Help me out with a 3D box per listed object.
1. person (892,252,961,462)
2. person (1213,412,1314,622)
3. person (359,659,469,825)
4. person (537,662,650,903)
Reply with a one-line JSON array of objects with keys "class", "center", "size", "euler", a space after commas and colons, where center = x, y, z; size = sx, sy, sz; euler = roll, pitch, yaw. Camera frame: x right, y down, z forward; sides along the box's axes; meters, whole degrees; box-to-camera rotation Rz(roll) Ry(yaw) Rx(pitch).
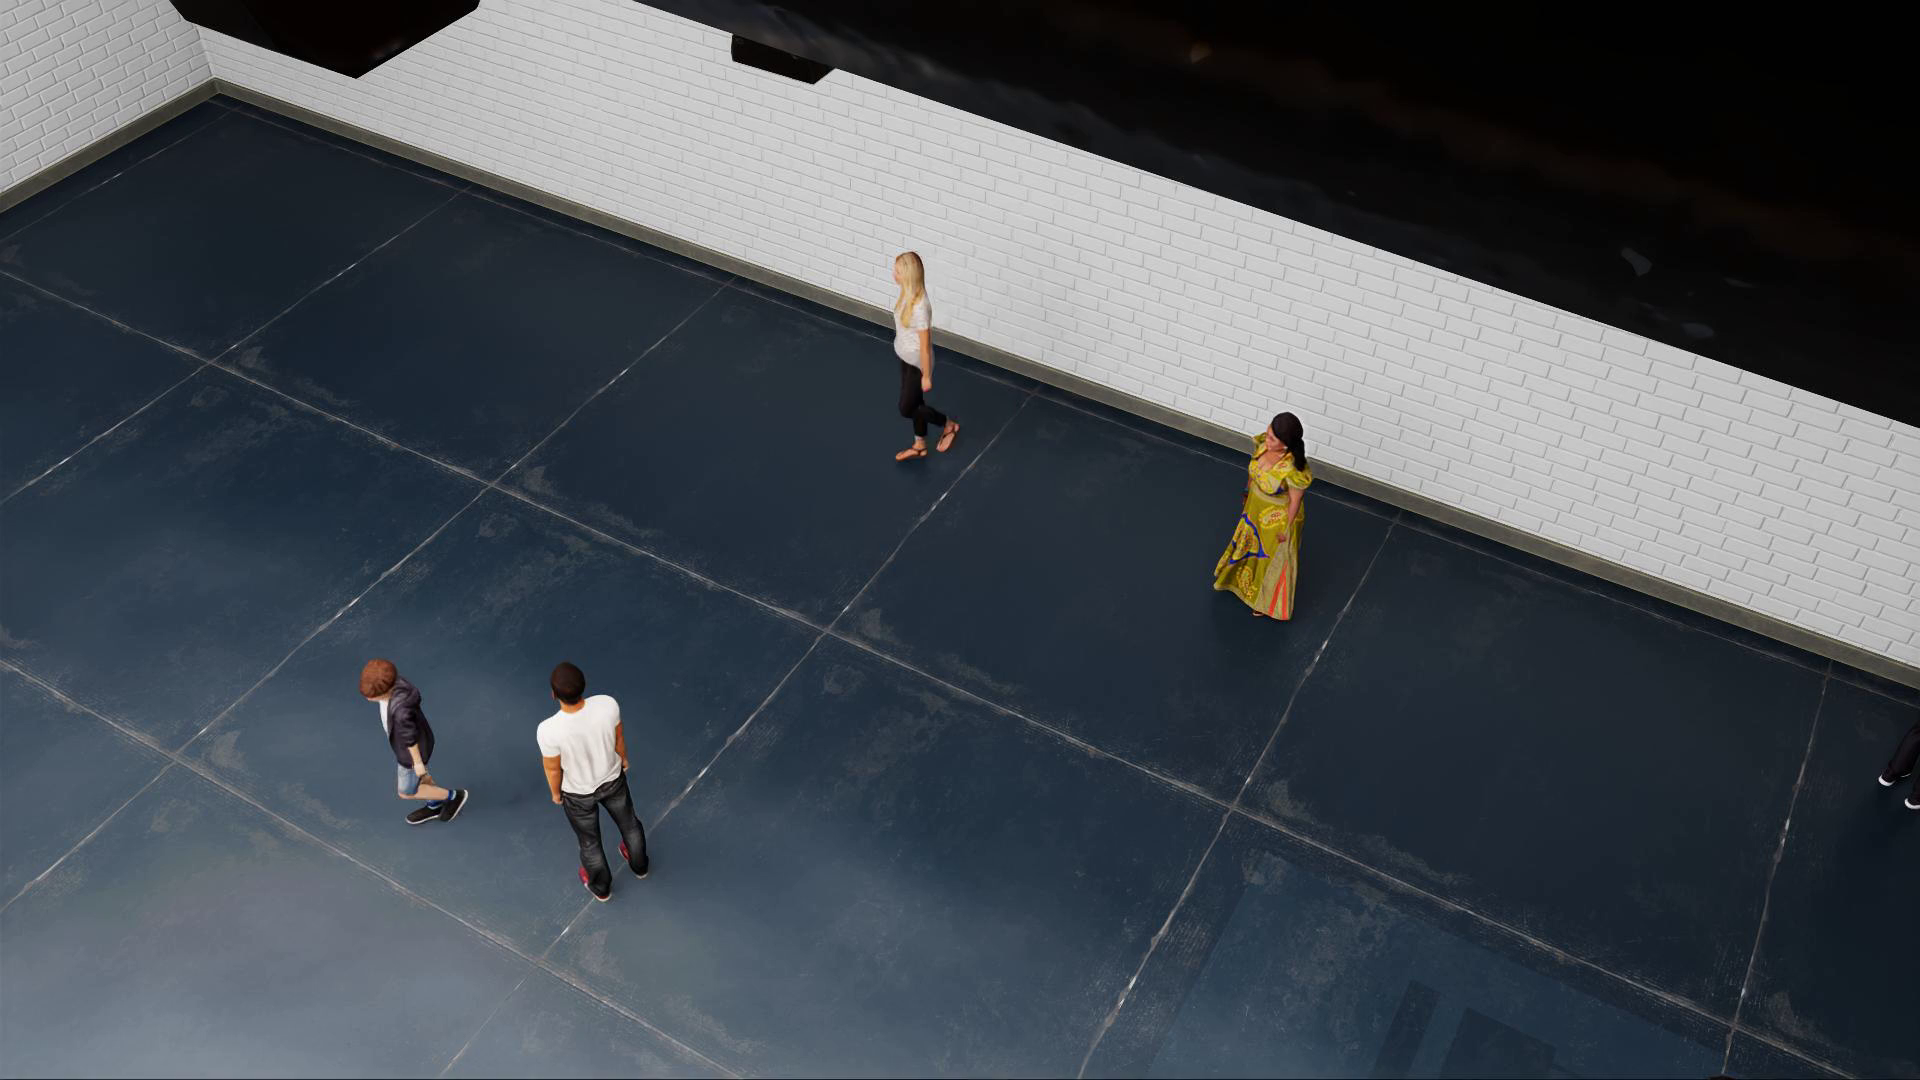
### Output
[{"class": "person", "center": [-0.218, -1.319, 12.090], "size": [0.893, 1.815, 0.827], "euler": [-15, 46, -15]}, {"class": "person", "center": [2.069, -0.193, 11.029], "size": [0.996, 1.659, 0.992], "euler": [-21, 48, -21]}, {"class": "person", "center": [-3.160, 1.179, 9.742], "size": [0.742, 1.439, 0.686], "euler": [-20, 47, -20]}, {"class": "person", "center": [-2.057, 1.347, 9.310], "size": [0.610, 1.800, 0.757], "euler": [-28, 50, -26]}]
